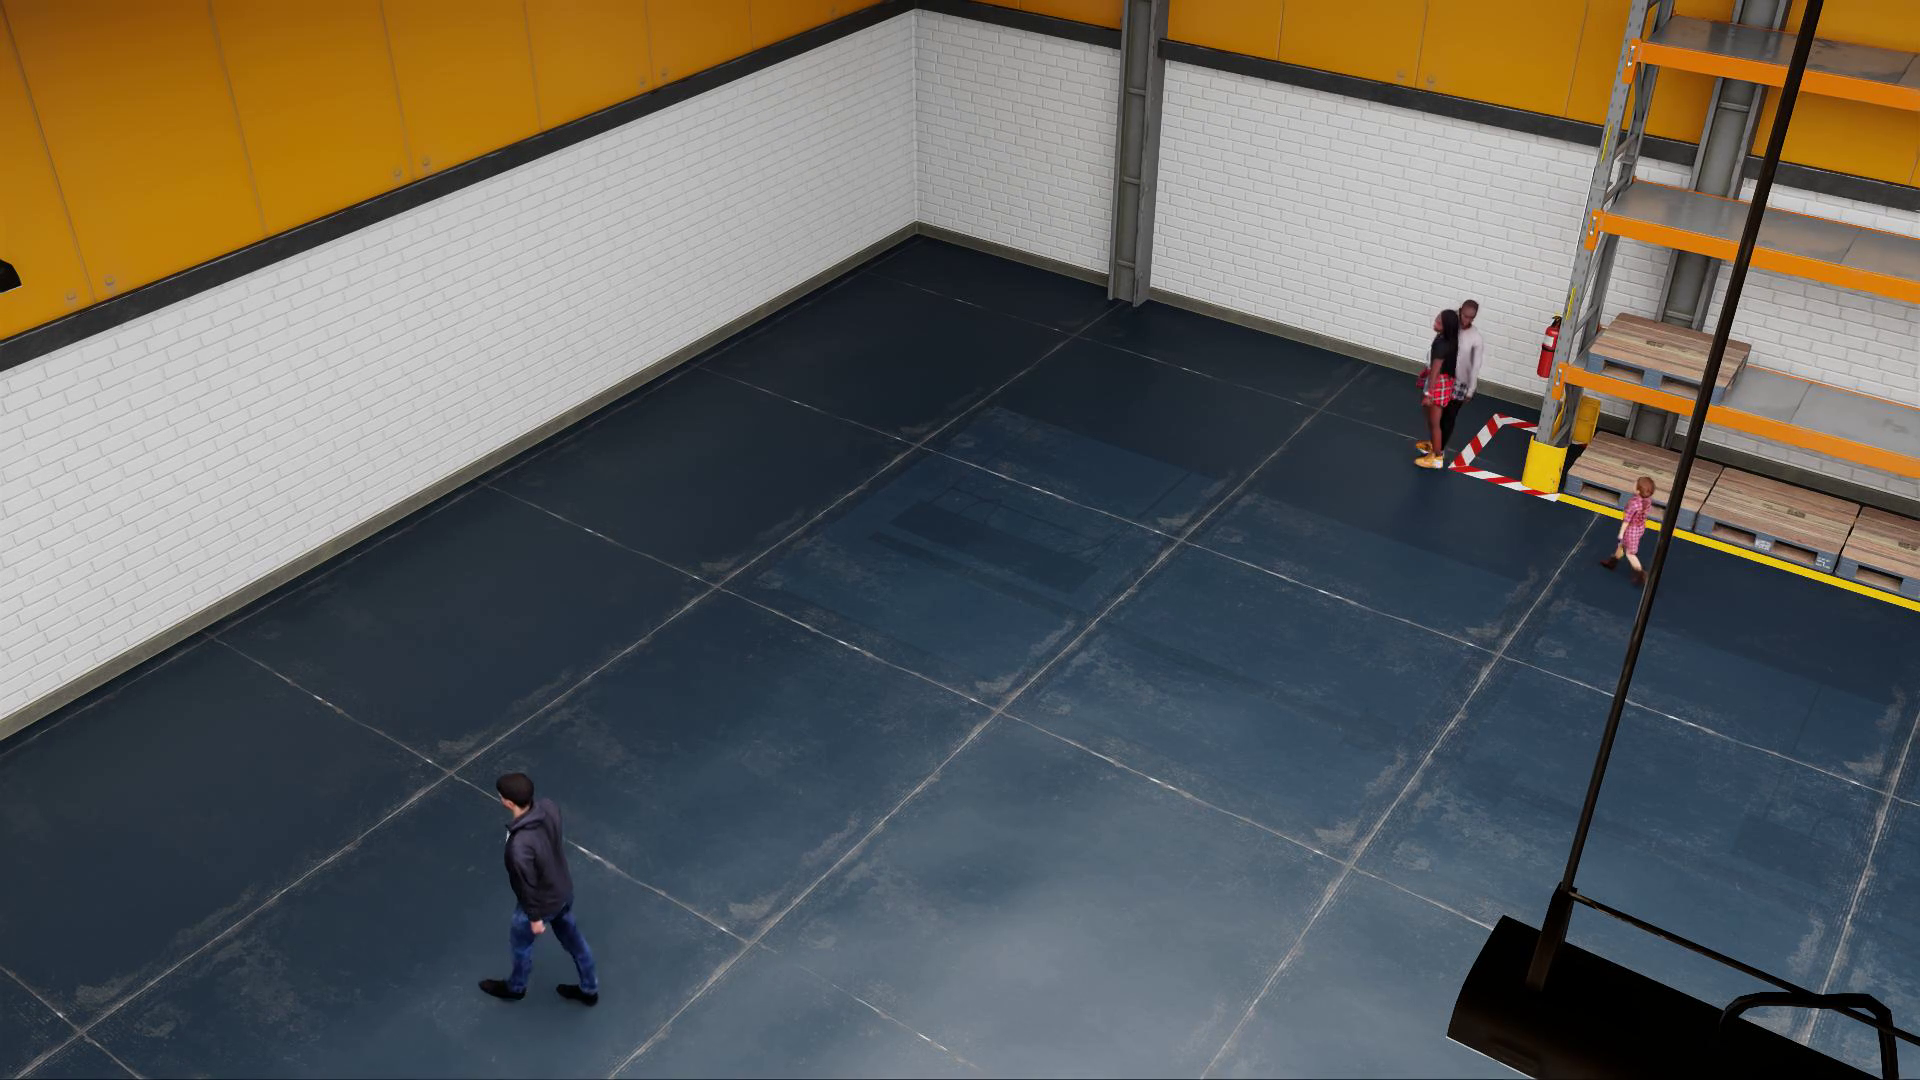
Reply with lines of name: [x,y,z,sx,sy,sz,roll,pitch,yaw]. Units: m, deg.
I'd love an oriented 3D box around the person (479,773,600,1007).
person: [-2.481,2.212,10.269,1.111,1.860,0.932,8,34,11]

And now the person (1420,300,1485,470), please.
person: [4.778,-1.549,16.027,0.828,1.751,0.723,-22,40,-30]

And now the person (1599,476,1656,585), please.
person: [5.890,-0.082,14.491,0.580,1.008,0.777,-21,39,-28]

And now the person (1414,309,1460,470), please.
person: [4.599,-1.446,15.913,0.691,1.705,0.750,23,40,30]
